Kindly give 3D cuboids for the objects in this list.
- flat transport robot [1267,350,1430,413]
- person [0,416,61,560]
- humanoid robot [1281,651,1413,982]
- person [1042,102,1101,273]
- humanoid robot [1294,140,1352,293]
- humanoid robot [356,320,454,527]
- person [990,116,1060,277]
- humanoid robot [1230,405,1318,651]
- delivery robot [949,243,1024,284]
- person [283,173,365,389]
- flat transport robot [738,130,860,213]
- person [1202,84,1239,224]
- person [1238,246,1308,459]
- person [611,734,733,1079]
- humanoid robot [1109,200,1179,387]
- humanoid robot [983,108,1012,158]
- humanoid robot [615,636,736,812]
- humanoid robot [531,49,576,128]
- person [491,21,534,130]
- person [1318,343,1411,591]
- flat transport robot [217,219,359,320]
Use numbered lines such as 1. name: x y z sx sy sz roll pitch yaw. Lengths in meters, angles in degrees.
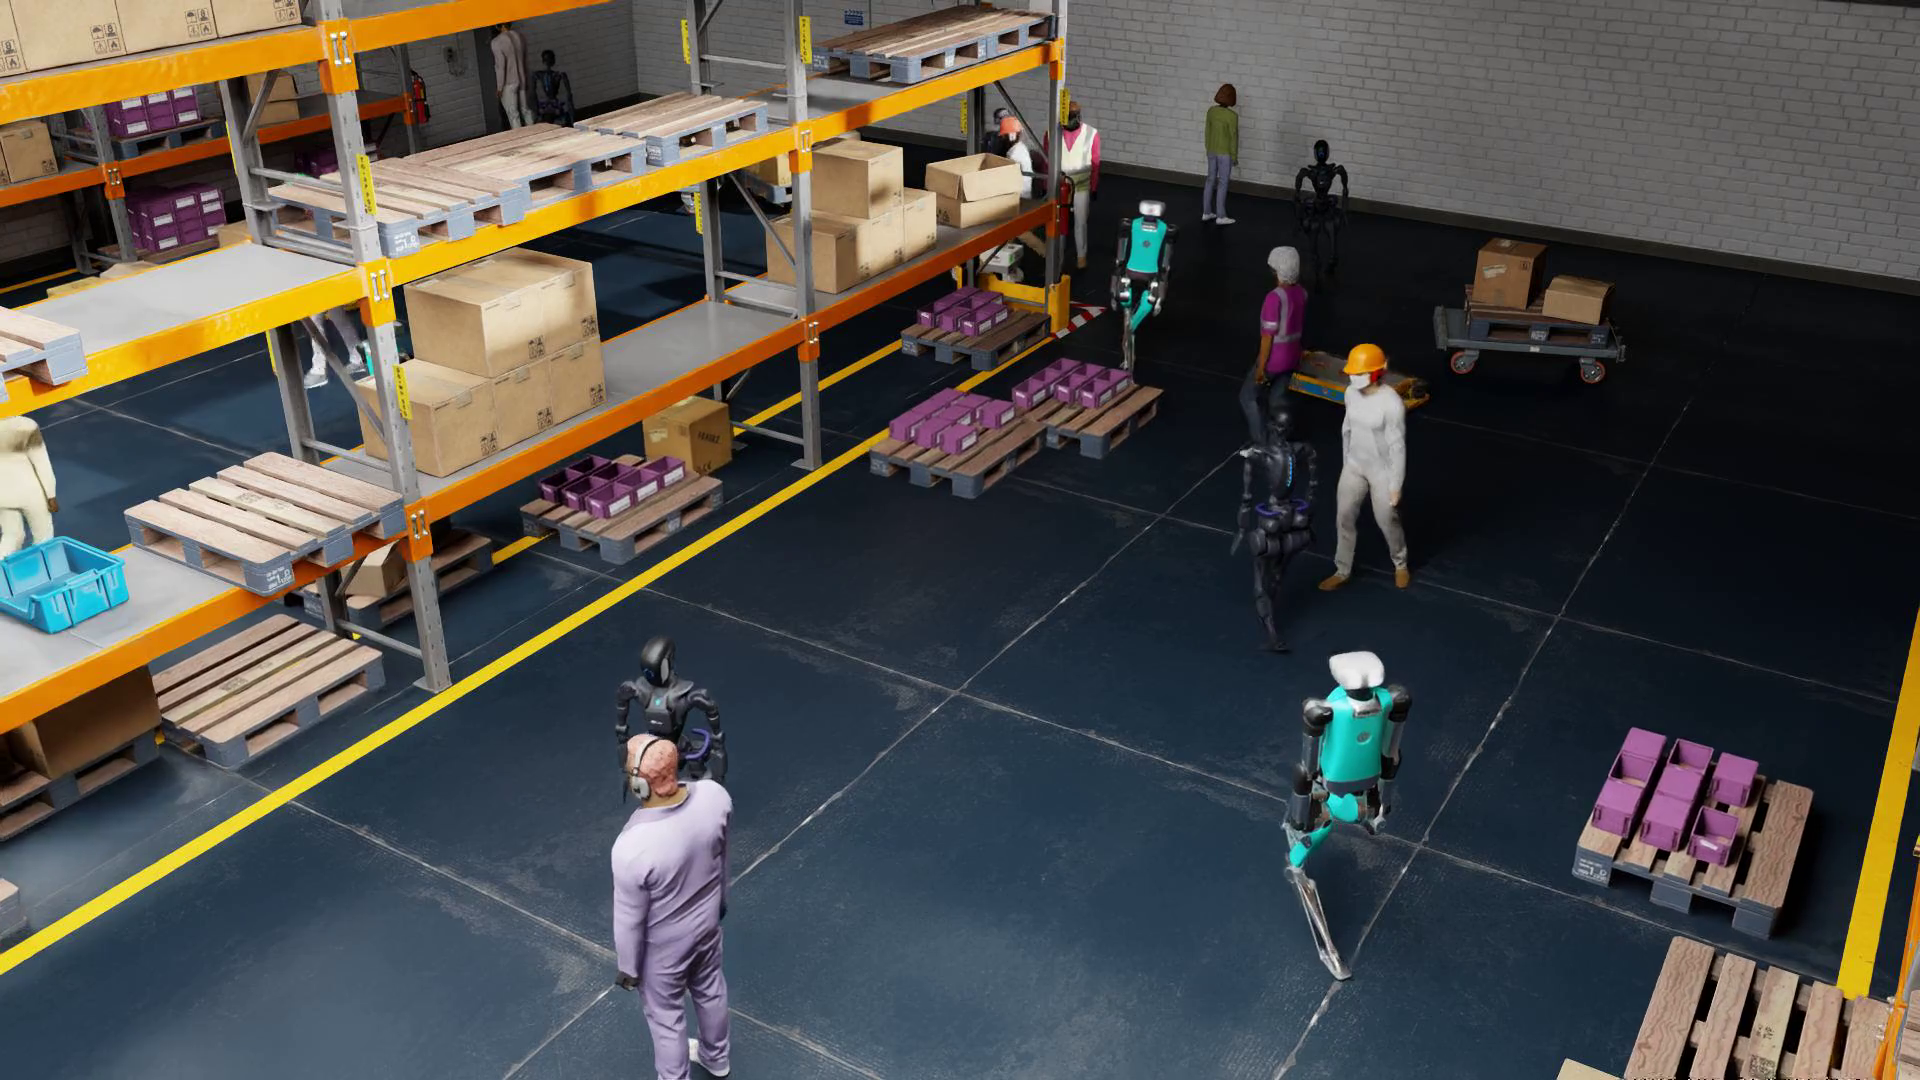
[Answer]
1. flat transport robot: 3.434 -1.419 14.994 1.431 0.231 0.659 22 34 37
2. person: -6.390 -0.322 11.206 0.570 1.731 0.590 -2 27 -4
3. humanoid robot: 1.776 1.208 8.260 0.537 1.781 1.022 -7 28 -13
4. person: 1.191 -3.813 18.002 0.641 1.836 0.506 5 27 9
5. humanoid robot: 3.767 -3.370 17.293 0.623 1.628 0.468 2 27 5
6. humanoid robot: -3.898 -0.866 12.134 0.533 1.677 0.735 19 32 32
7. person: 0.695 -3.662 17.822 0.769 1.709 0.602 3 27 6
8. humanoid robot: 2.079 -0.072 10.811 0.606 1.658 0.505 -9 28 -17
9. delivery robot: 0.293 -3.011 17.824 0.802 0.602 0.499 12 29 22
10. person: -5.856 -2.338 14.984 0.859 1.914 0.517 -19 32 -32
11. flat transport robot: -2.001 -4.273 20.618 0.659 0.231 1.431 -16 31 -28
12. person: 3.094 -4.570 19.692 0.264 1.631 0.506 -18 32 -31
13. person: 2.492 -1.476 13.380 0.543 1.828 0.506 -23 35 -38
14. person: -1.243 1.653 7.142 0.409 1.899 0.646 18 32 32
15. humanoid robot: 1.646 -2.284 15.108 0.588 1.752 0.996 3 27 5
16. humanoid robot: 0.443 -3.982 18.535 0.629 1.633 0.613 -24 36 -39
17. humanoid robot: -1.427 1.162 8.368 0.610 1.639 0.427 4 27 8
18. humanoid robot: -5.276 -5.487 21.518 0.584 1.652 0.752 4 27 8
19. person: -6.057 -6.173 22.519 0.353 1.937 0.633 13 29 23
20. person: 2.891 -0.510 11.475 0.726 1.854 0.590 -20 33 -34
21. flat transport robot: -6.882 -2.534 17.192 1.431 0.231 0.659 13 30 24
